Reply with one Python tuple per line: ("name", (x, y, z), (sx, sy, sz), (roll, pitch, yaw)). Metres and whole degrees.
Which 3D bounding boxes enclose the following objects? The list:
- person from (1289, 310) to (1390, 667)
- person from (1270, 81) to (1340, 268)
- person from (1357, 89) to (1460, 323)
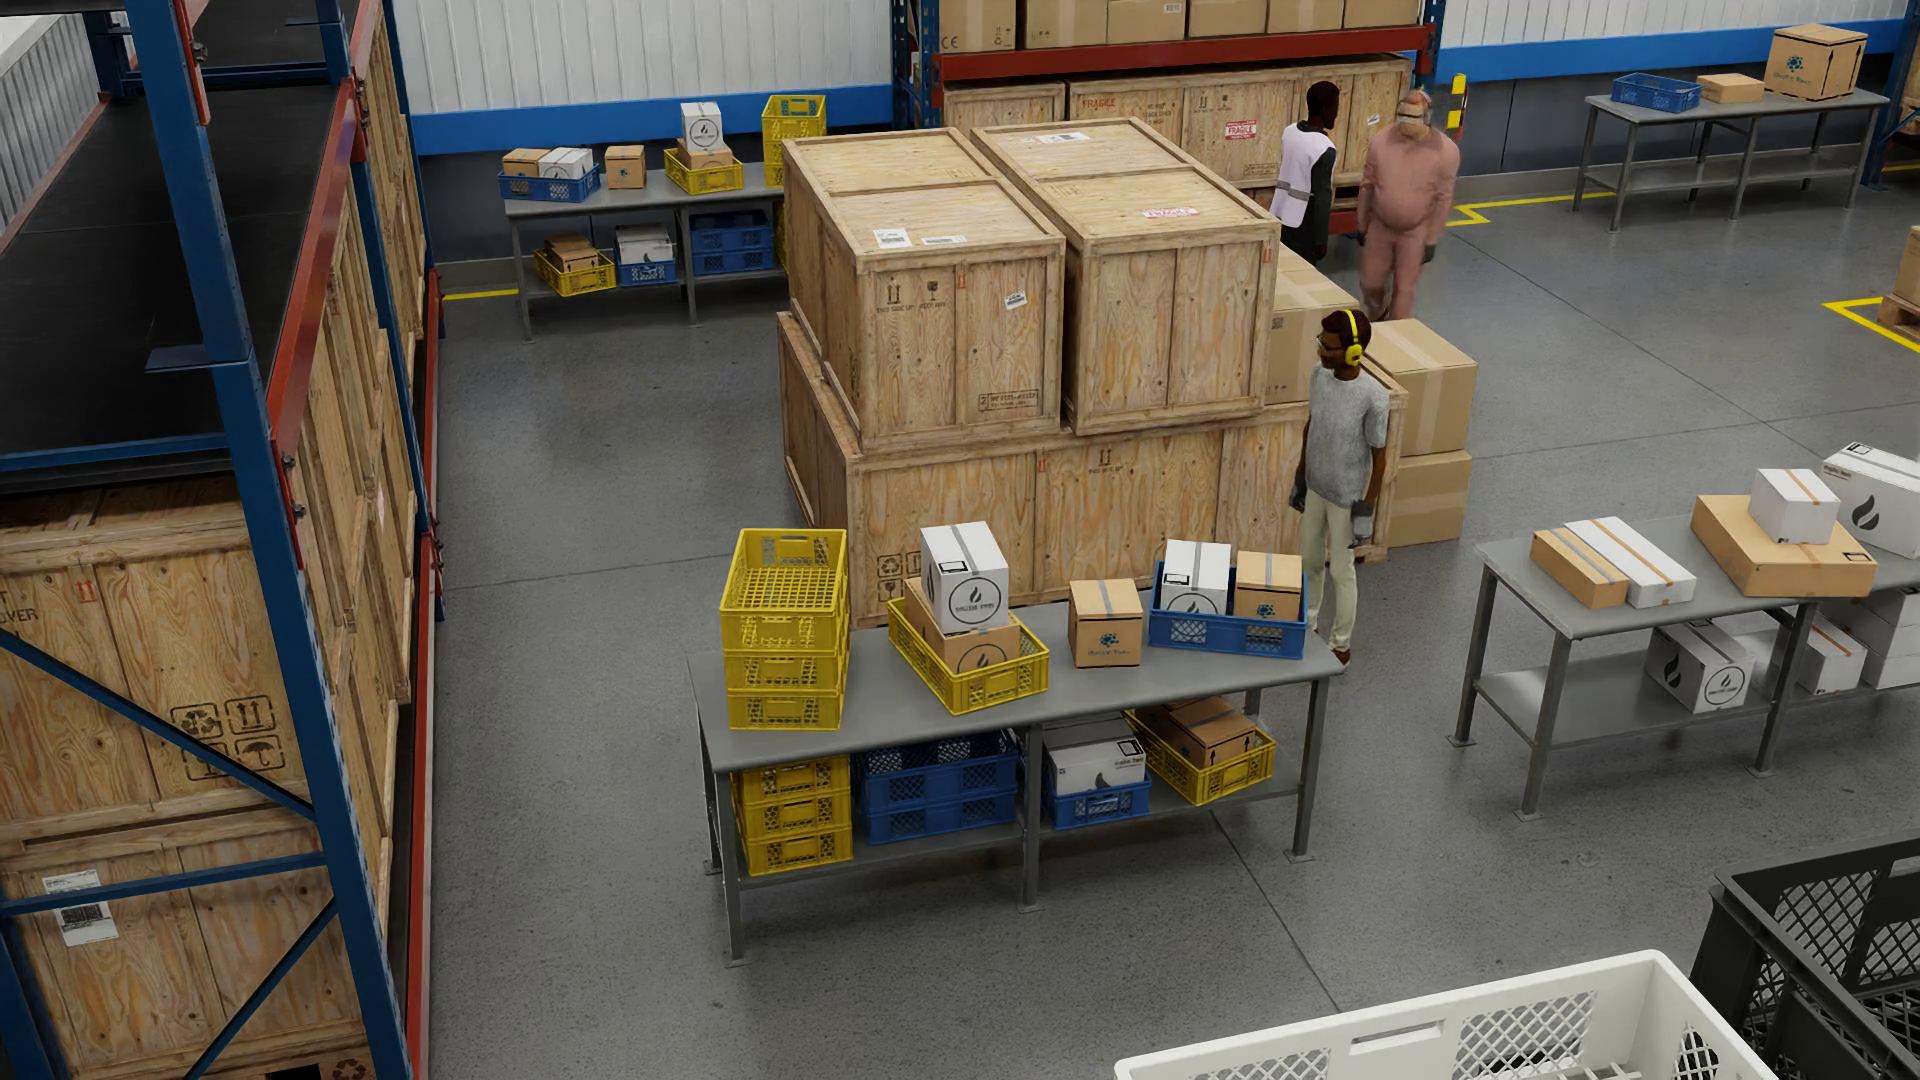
("person", (1.750, -0.208, 7.825), (0.319, 1.865, 0.521), (-16, 32, -26))
("person", (2.318, -2.158, 11.321), (0.386, 1.912, 0.589), (-9, 30, -15))
("person", (2.992, -2.119, 11.278), (0.644, 1.887, 0.484), (14, 32, 24))
